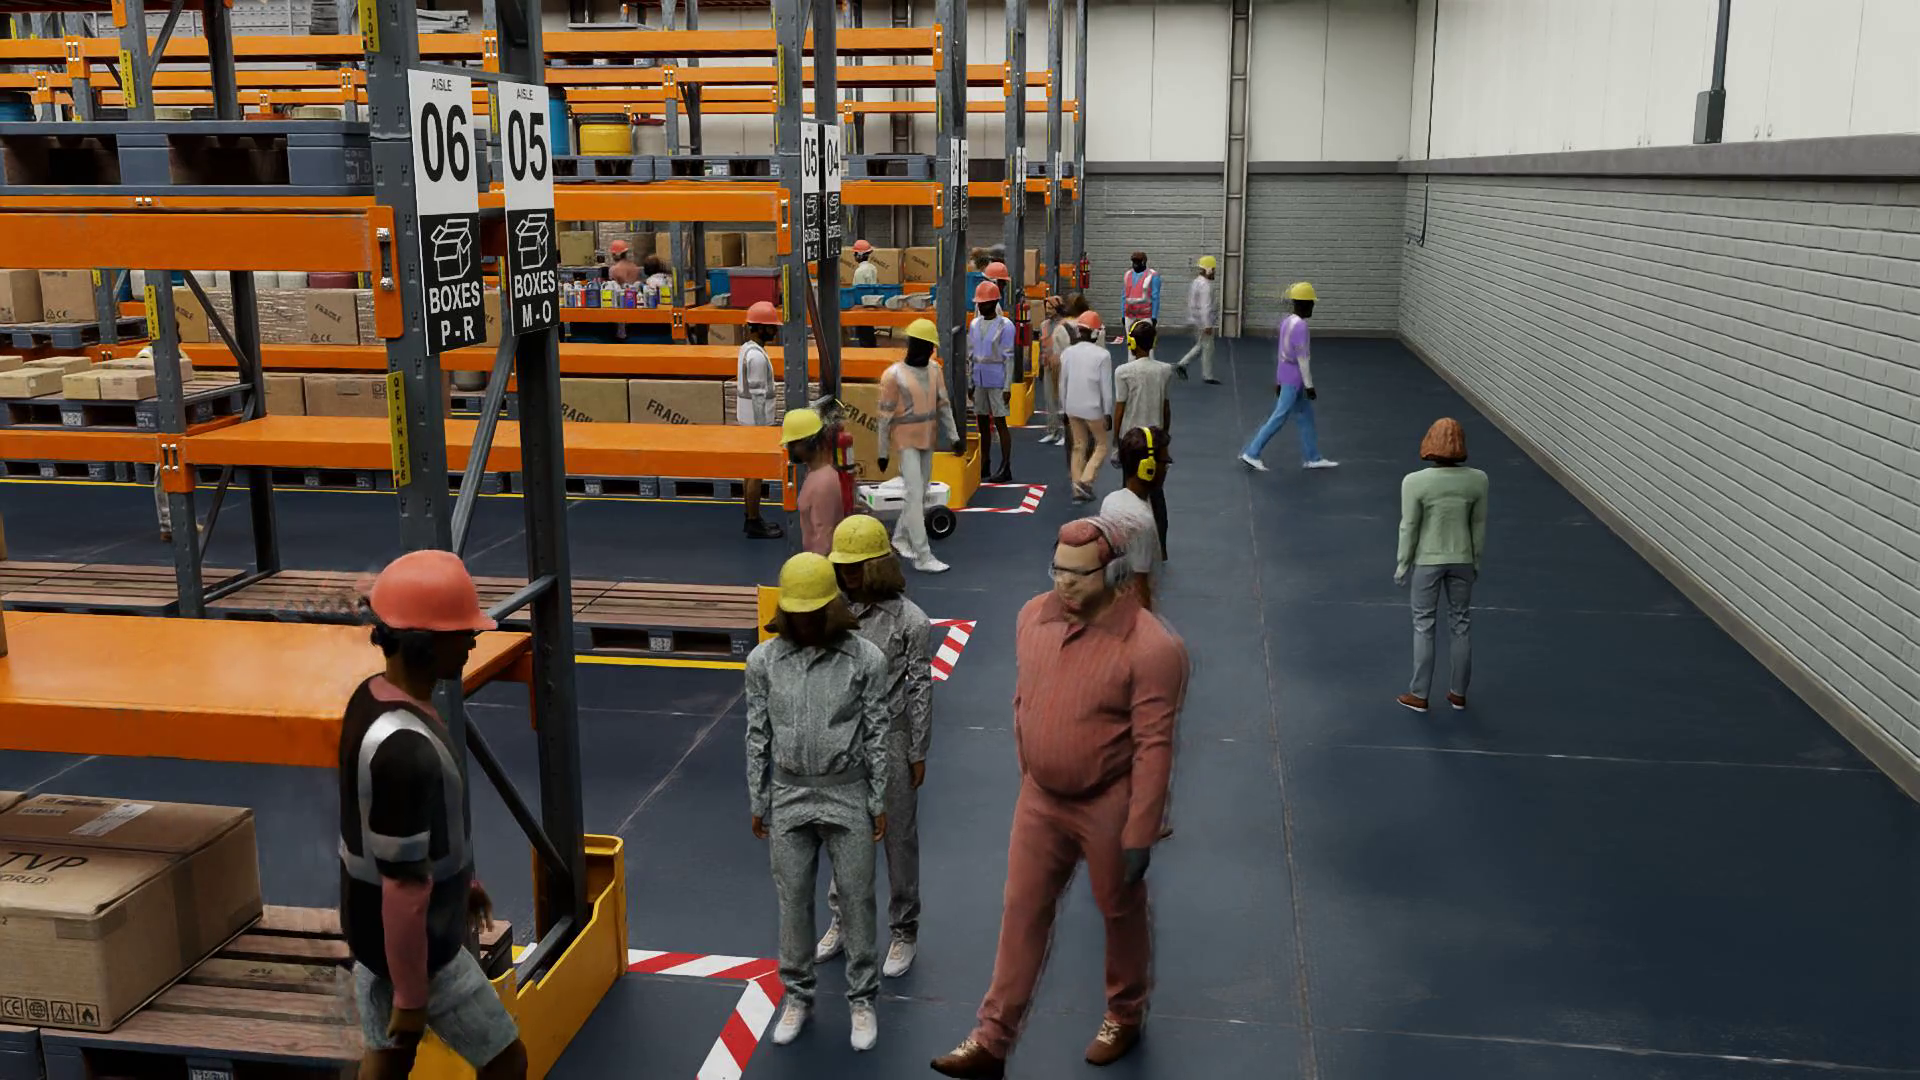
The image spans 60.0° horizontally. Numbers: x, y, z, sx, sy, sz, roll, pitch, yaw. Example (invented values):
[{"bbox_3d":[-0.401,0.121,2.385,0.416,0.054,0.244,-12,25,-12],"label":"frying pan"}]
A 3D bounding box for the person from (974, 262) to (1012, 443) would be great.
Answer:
[{"bbox_3d":[0.354,-2.054,18.297,0.410,1.980,0.626,-2,13,-10],"label":"person"}]

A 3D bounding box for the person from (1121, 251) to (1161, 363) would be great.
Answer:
[{"bbox_3d":[2.586,-3.240,23.988,0.632,1.837,0.431,10,16,37],"label":"person"}]

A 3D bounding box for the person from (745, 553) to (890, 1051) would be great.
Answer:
[{"bbox_3d":[-0.482,0.881,5.606,0.491,1.730,0.324,1,13,4],"label":"person"}]

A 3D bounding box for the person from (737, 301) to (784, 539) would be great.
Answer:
[{"bbox_3d":[-1.611,-0.968,13.505,0.389,1.929,0.544,-3,13,-14],"label":"person"}]

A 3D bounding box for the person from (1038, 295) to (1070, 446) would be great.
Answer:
[{"bbox_3d":[1.051,-1.847,18.146,0.317,1.632,0.525,-11,16,-40],"label":"person"}]

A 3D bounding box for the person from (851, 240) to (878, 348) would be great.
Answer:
[{"bbox_3d":[-1.376,-3.292,23.837,0.377,1.995,0.608,4,13,16],"label":"person"}]

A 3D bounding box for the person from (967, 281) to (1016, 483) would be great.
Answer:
[{"bbox_3d":[0.274,-1.512,15.958,0.545,1.929,0.387,12,17,42],"label":"person"}]

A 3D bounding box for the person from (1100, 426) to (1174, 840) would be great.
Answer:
[{"bbox_3d":[0.771,0.417,7.404,0.338,1.861,0.512,-3,13,-13],"label":"person"}]

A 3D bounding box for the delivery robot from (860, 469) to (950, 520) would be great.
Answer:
[{"bbox_3d":[-0.451,-0.342,13.586,0.707,0.478,0.477,-4,13,-17],"label":"delivery robot"}]

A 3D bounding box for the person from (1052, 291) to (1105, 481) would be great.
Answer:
[{"bbox_3d":[1.168,-1.483,16.058,0.563,1.819,0.437,2,13,10],"label":"person"}]

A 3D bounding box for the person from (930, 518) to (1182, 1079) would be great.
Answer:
[{"bbox_3d":[0.333,0.870,5.320,0.664,1.868,0.875,10,16,38],"label":"person"}]

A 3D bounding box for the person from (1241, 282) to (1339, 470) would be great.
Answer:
[{"bbox_3d":[3.280,-1.617,16.533,0.976,1.887,0.600,1,13,4],"label":"person"}]

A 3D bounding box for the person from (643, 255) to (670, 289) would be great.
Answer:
[{"bbox_3d":[-4.164,-2.995,22.878,0.517,1.827,0.632,3,13,12],"label":"person"}]

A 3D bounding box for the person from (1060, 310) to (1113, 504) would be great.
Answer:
[{"bbox_3d":[1.151,-1.178,14.870,0.590,1.735,0.369,11,17,42],"label":"person"}]

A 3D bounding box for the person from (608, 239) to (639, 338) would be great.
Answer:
[{"bbox_3d":[-4.914,-3.386,24.274,0.386,1.995,0.626,8,15,32],"label":"person"}]

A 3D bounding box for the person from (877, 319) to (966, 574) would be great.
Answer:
[{"bbox_3d":[-0.310,-0.724,12.549,0.795,1.872,0.591,10,16,38],"label":"person"}]

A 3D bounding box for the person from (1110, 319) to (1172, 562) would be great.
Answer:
[{"bbox_3d":[1.376,-0.730,12.599,0.503,1.859,0.337,-6,14,-25],"label":"person"}]

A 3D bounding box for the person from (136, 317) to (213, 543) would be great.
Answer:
[{"bbox_3d":[-6.333,-0.905,13.409,0.429,1.842,0.636,0,12,2],"label":"person"}]

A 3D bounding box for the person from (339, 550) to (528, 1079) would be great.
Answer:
[{"bbox_3d":[-1.311,1.002,4.407,0.894,2.003,0.632,-7,14,-28],"label":"person"}]

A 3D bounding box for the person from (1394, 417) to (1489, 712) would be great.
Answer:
[{"bbox_3d":[2.641,0.141,9.161,0.498,1.634,0.284,-1,13,-7],"label":"person"}]

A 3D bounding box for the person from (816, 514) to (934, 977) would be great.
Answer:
[{"bbox_3d":[-0.344,0.757,6.132,0.492,1.742,0.321,5,14,23],"label":"person"}]

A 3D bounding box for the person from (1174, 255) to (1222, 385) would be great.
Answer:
[{"bbox_3d":[3.365,-3.055,23.198,0.580,1.824,0.608,-1,13,-4],"label":"person"}]
